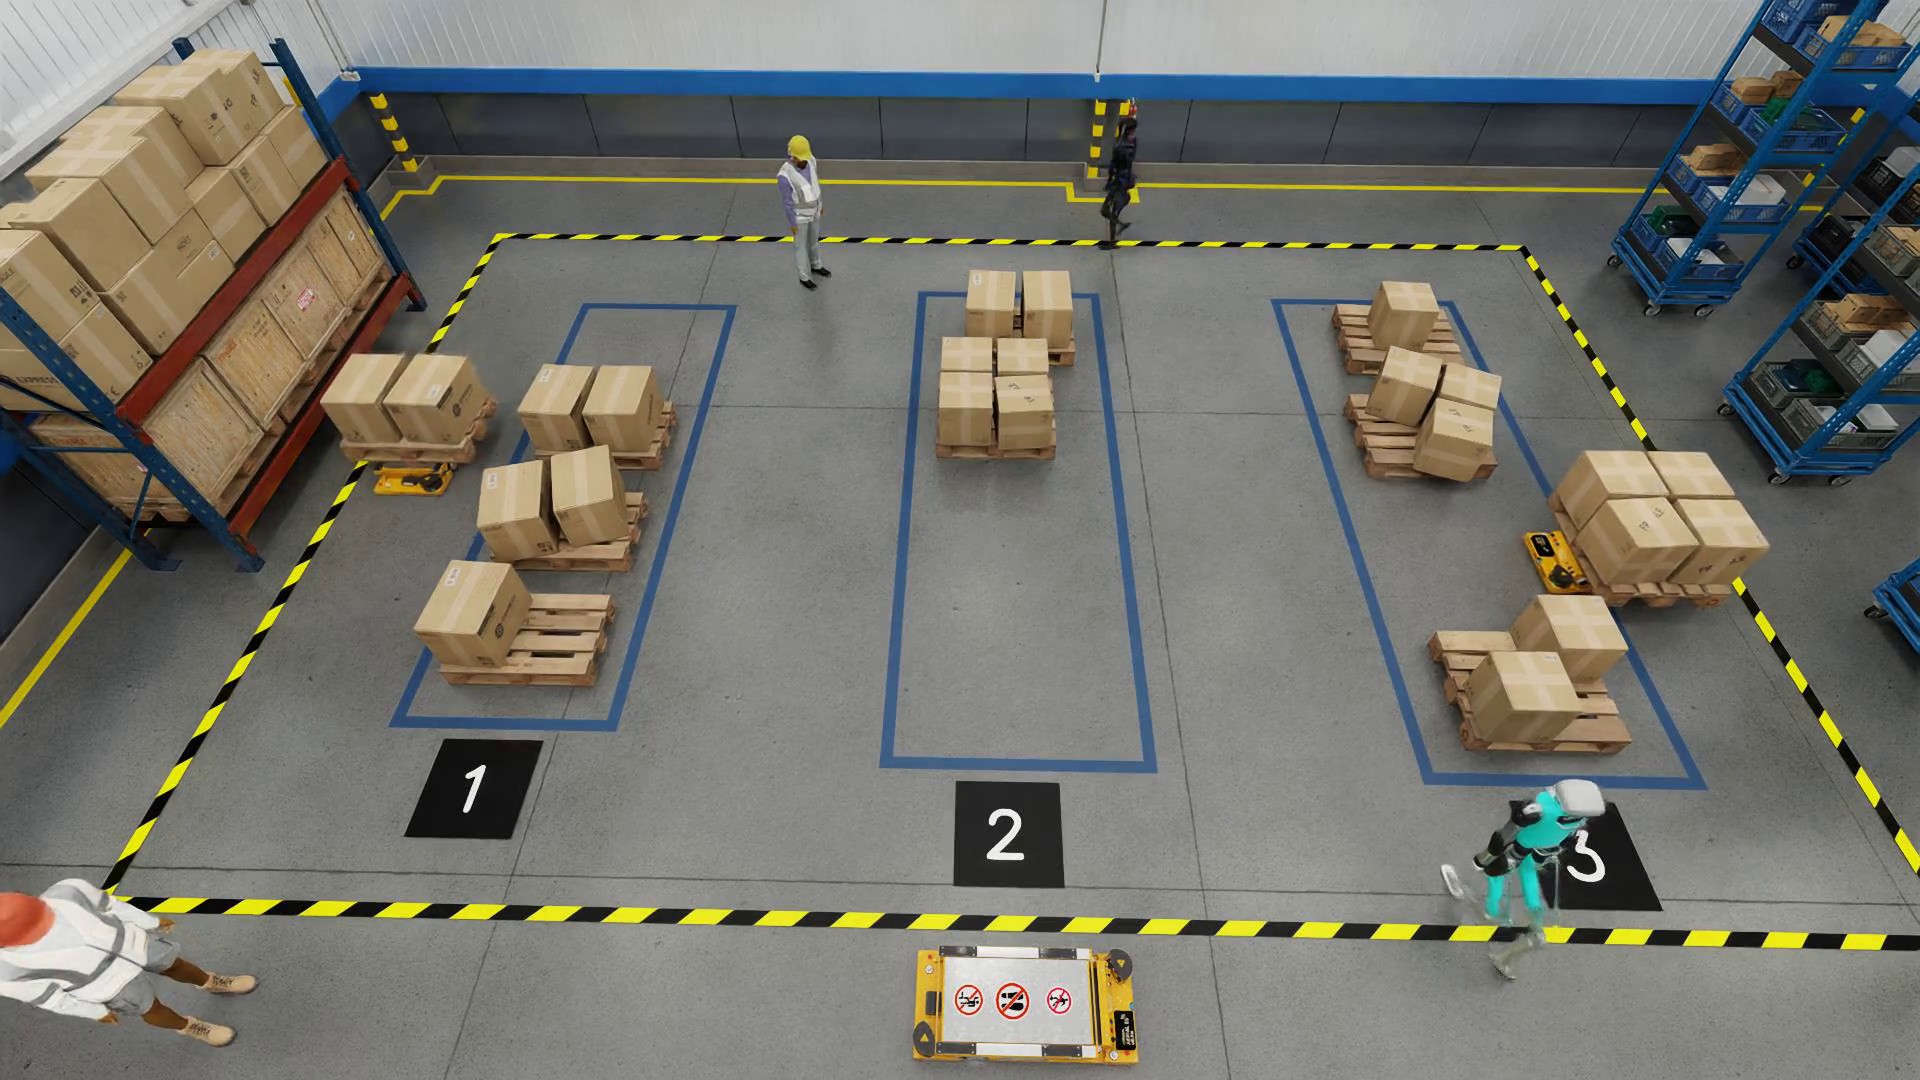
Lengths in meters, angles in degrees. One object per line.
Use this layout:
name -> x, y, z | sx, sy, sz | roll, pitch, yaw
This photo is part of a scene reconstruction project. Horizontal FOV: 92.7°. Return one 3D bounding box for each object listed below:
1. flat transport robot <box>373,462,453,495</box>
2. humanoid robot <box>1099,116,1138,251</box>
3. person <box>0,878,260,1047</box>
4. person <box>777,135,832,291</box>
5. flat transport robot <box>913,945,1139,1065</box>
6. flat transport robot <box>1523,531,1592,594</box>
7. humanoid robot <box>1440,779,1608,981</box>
flat transport robot -> -5.363, -1.043, 9.318 | 0.652, 0.197, 1.431 | 1, 51, 1
humanoid robot -> 1.956, -4.265, 11.055 | 0.425, 1.650, 0.595 | -8, 51, -7
person -> -4.872, 2.468, 5.339 | 0.406, 2.031, 0.607 | 2, 51, 2
person -> -1.775, -3.775, 10.561 | 0.404, 1.821, 0.588 | 26, 55, 19
flat transport robot -> 0.422, 3.041, 6.007 | 1.431, 0.231, 0.659 | 1, 51, 1
flat transport robot -> 5.989, 0.177, 8.323 | 1.431, 0.197, 0.652 | 1, 51, 1
humanoid robot -> 3.611, 2.243, 5.758 | 0.530, 1.816, 0.892 | -7, 51, -5
